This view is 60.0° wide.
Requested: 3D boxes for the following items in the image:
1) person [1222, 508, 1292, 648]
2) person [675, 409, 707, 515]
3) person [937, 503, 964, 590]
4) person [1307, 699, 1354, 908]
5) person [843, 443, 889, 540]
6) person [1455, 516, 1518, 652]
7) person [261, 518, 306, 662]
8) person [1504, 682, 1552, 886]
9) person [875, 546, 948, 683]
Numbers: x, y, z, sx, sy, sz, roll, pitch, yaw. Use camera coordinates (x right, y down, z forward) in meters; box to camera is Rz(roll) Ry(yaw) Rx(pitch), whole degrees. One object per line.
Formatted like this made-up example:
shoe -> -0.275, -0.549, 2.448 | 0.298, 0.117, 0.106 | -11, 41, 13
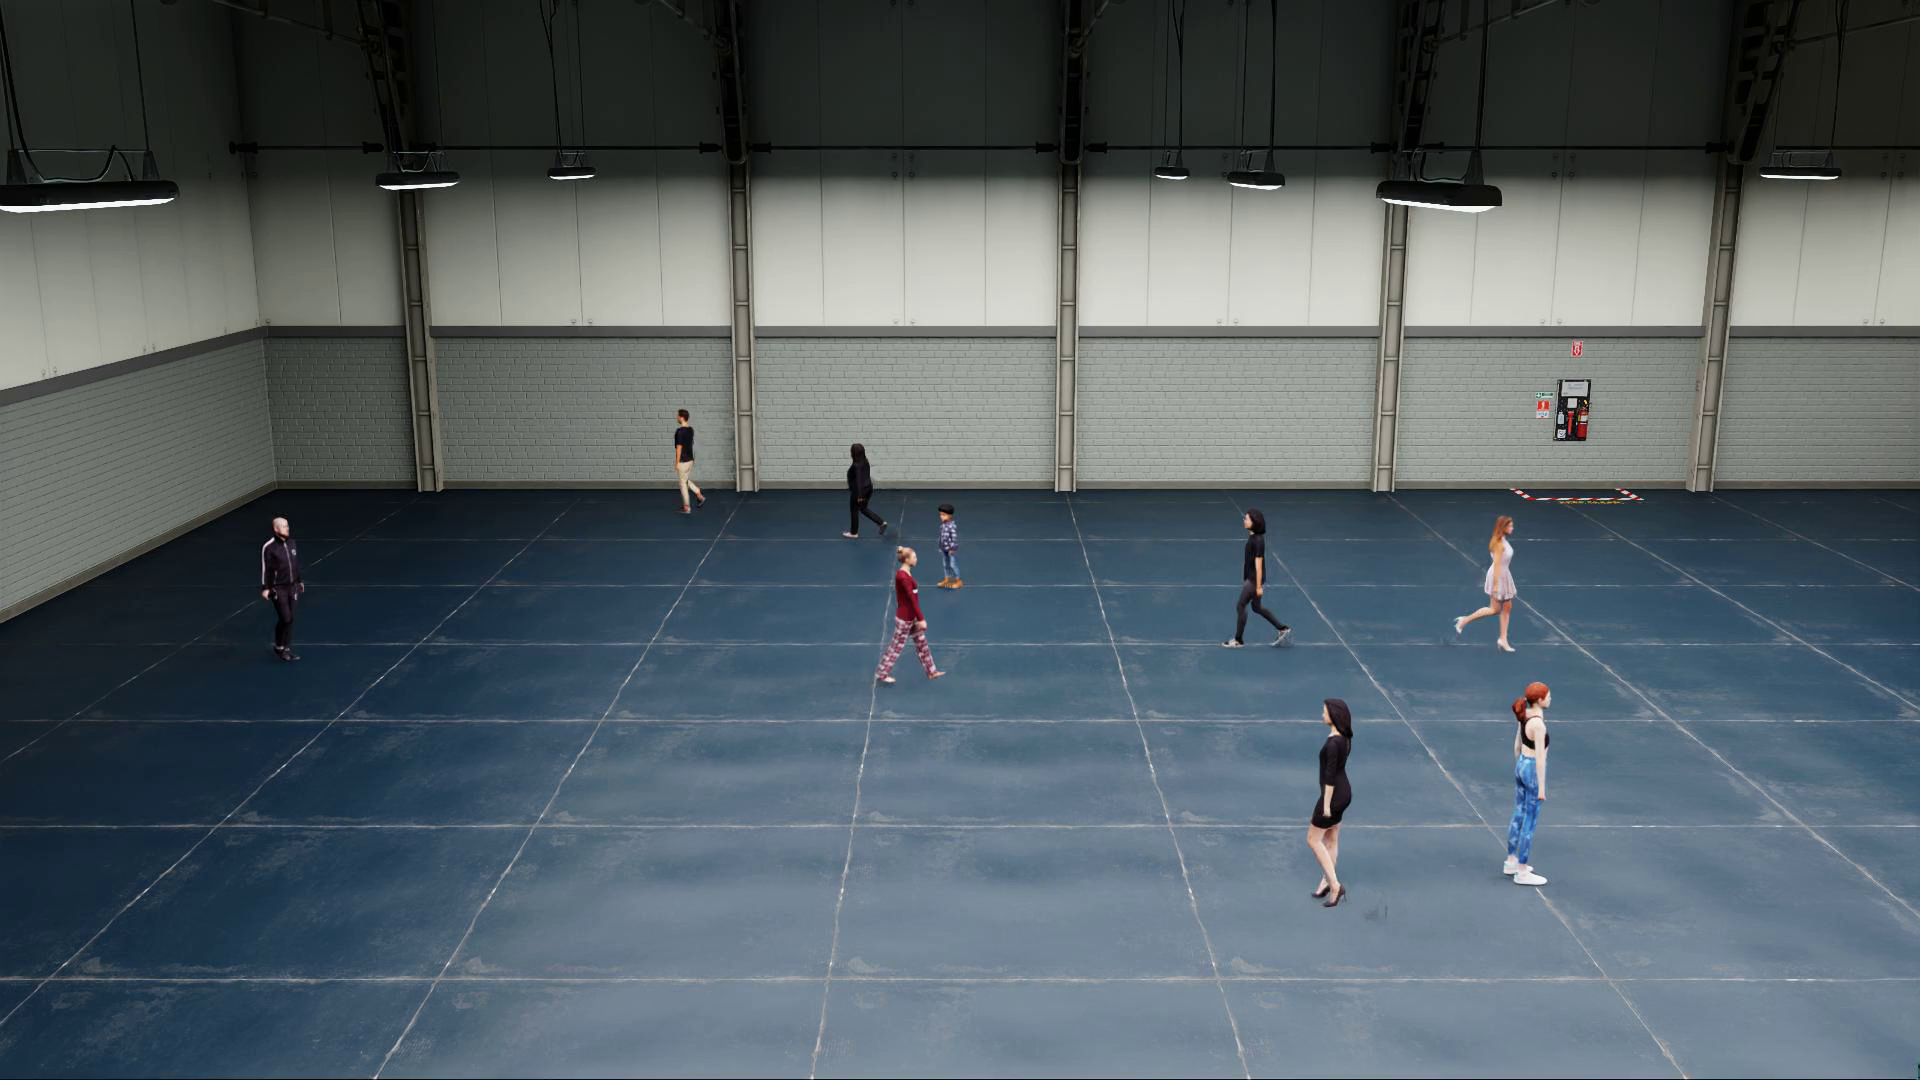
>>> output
person -> 3.843, 0.504, 21.190 | 1.110, 1.799, 0.693 | 1, 13, 4
person -> -4.736, -1.369, 29.176 | 0.840, 1.845, 0.745 | 3, 13, 12
person -> -0.153, 0.082, 24.232 | 0.672, 1.249, 0.627 | -10, 16, -36
person -> 3.156, 2.201, 13.857 | 0.772, 1.801, 0.726 | 9, 16, 35
person -> -1.528, -0.780, 27.201 | 1.042, 1.588, 0.795 | 3, 13, 11
person -> 6.737, 0.554, 21.081 | 1.055, 1.751, 0.842 | 7, 15, 26
person -> -8.495, 0.614, 20.667 | 0.770, 1.821, 0.801 | 5, 14, 22
person -> 4.933, 2.086, 14.392 | 0.580, 1.784, 0.588 | -2, 13, -7
person -> -0.713, 0.929, 19.685 | 1.067, 1.650, 0.628 | 0, 13, 1
